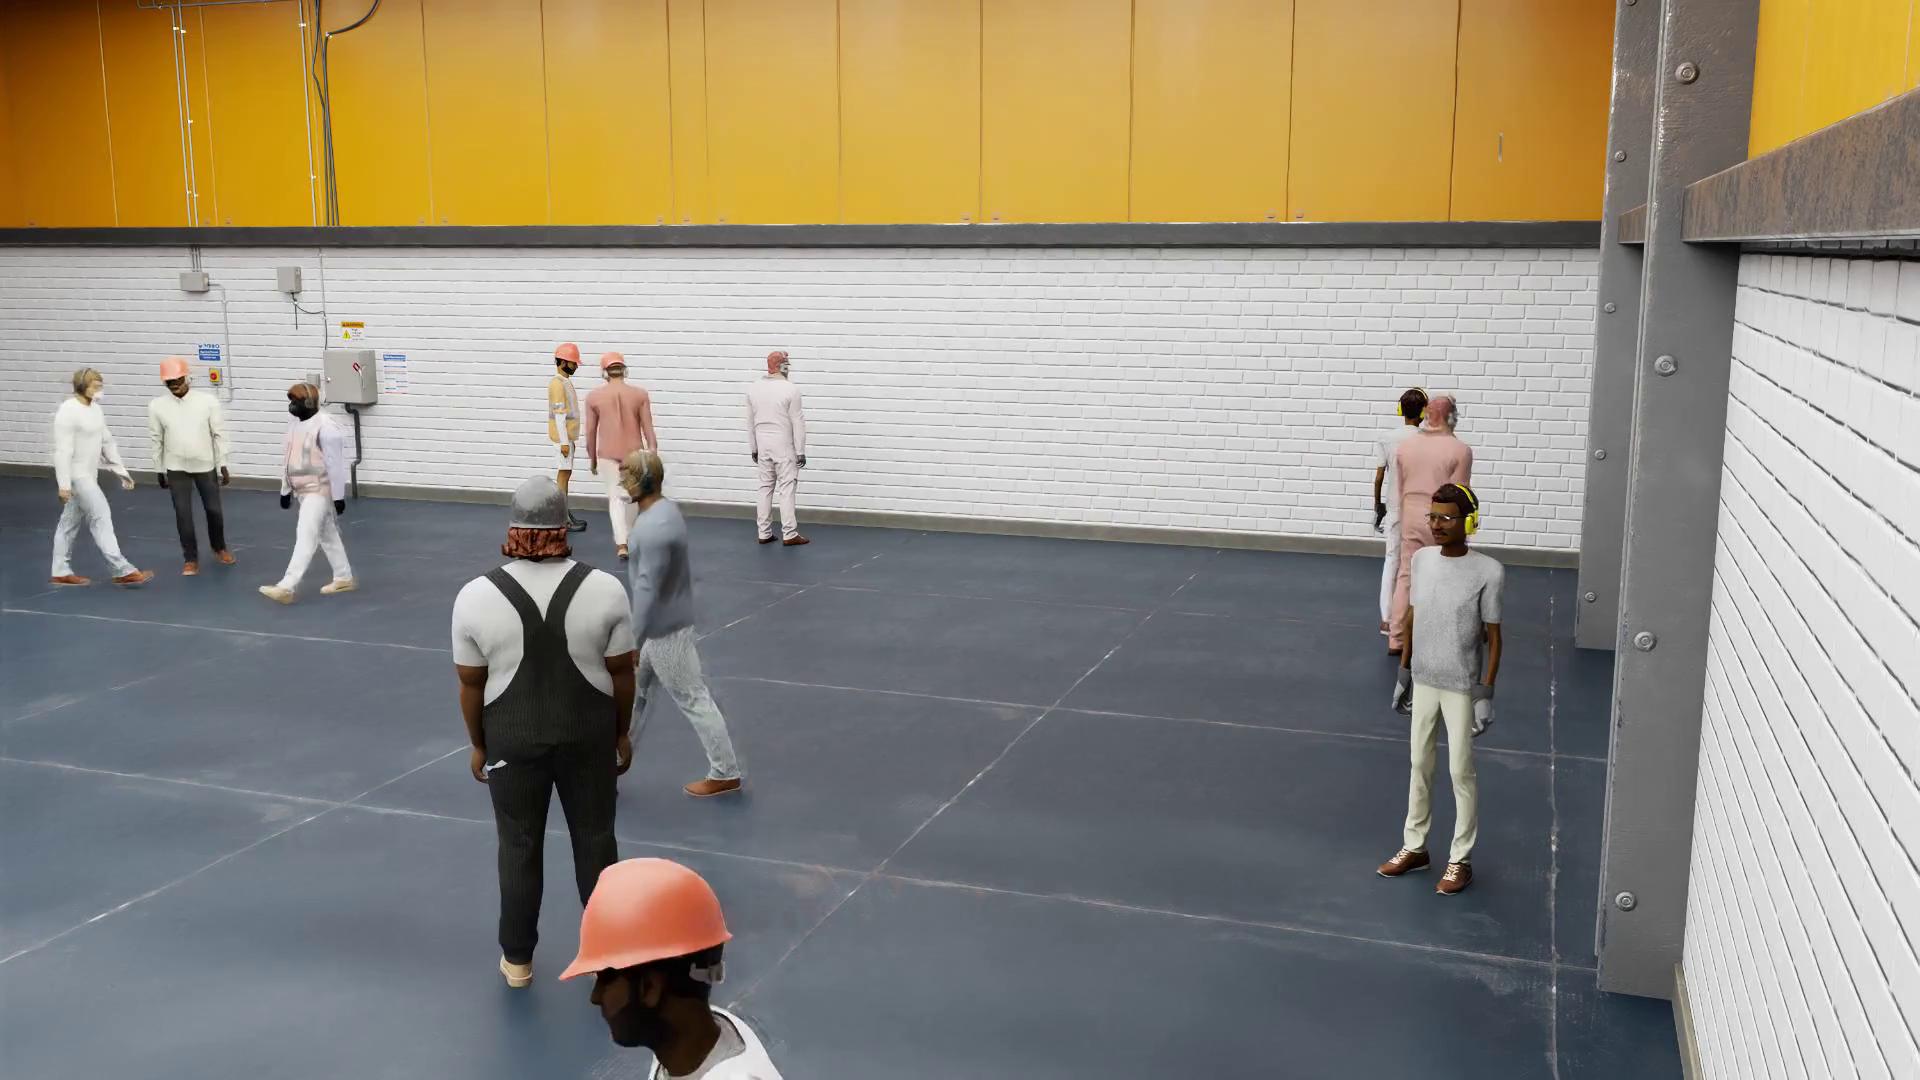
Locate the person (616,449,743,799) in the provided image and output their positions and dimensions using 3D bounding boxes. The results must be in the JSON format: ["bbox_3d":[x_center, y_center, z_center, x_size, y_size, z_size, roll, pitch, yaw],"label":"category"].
[{"bbox_3d":[-1.632,0.464,8.676,1.029,1.876,0.639,-2,10,-11],"label":"person"}]

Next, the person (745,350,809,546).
[{"bbox_3d":[-1.764,-0.896,16.253,0.651,1.904,0.402,6,12,29],"label":"person"}]

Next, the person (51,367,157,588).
[{"bbox_3d":[-7.332,-0.516,14.133,0.974,1.886,0.653,-2,10,-10],"label":"person"}]

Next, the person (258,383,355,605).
[{"bbox_3d":[-5.423,-0.387,13.697,0.641,1.791,0.921,10,14,44],"label":"person"}]

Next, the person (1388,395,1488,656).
[{"bbox_3d":[3.459,-0.104,11.904,0.898,1.863,0.674,-7,12,-36],"label":"person"}]

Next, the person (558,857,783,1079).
[{"bbox_3d":[-0.387,1.482,2.979,0.958,1.872,0.616,-4,11,-23],"label":"person"}]

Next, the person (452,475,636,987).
[{"bbox_3d":[-1.635,0.747,6.611,0.684,2.000,0.538,-3,10,-14],"label":"person"}]

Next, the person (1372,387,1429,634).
[{"bbox_3d":[3.360,-0.207,12.471,0.533,1.868,0.310,5,11,28],"label":"person"}]

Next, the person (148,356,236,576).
[{"bbox_3d":[-6.876,-0.677,14.883,0.636,1.962,0.734,-3,11,-18],"label":"person"}]

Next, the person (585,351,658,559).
[{"bbox_3d":[-3.187,-0.809,15.683,0.640,1.935,1.022,-3,10,-15],"label":"person"}]

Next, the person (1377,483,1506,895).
[{"bbox_3d":[2.196,0.666,7.543,0.327,1.874,0.520,-9,13,-41],"label":"person"}]

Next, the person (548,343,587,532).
[{"bbox_3d":[-4.026,-1.053,17.070,0.369,1.929,0.542,-2,10,-8],"label":"person"}]
